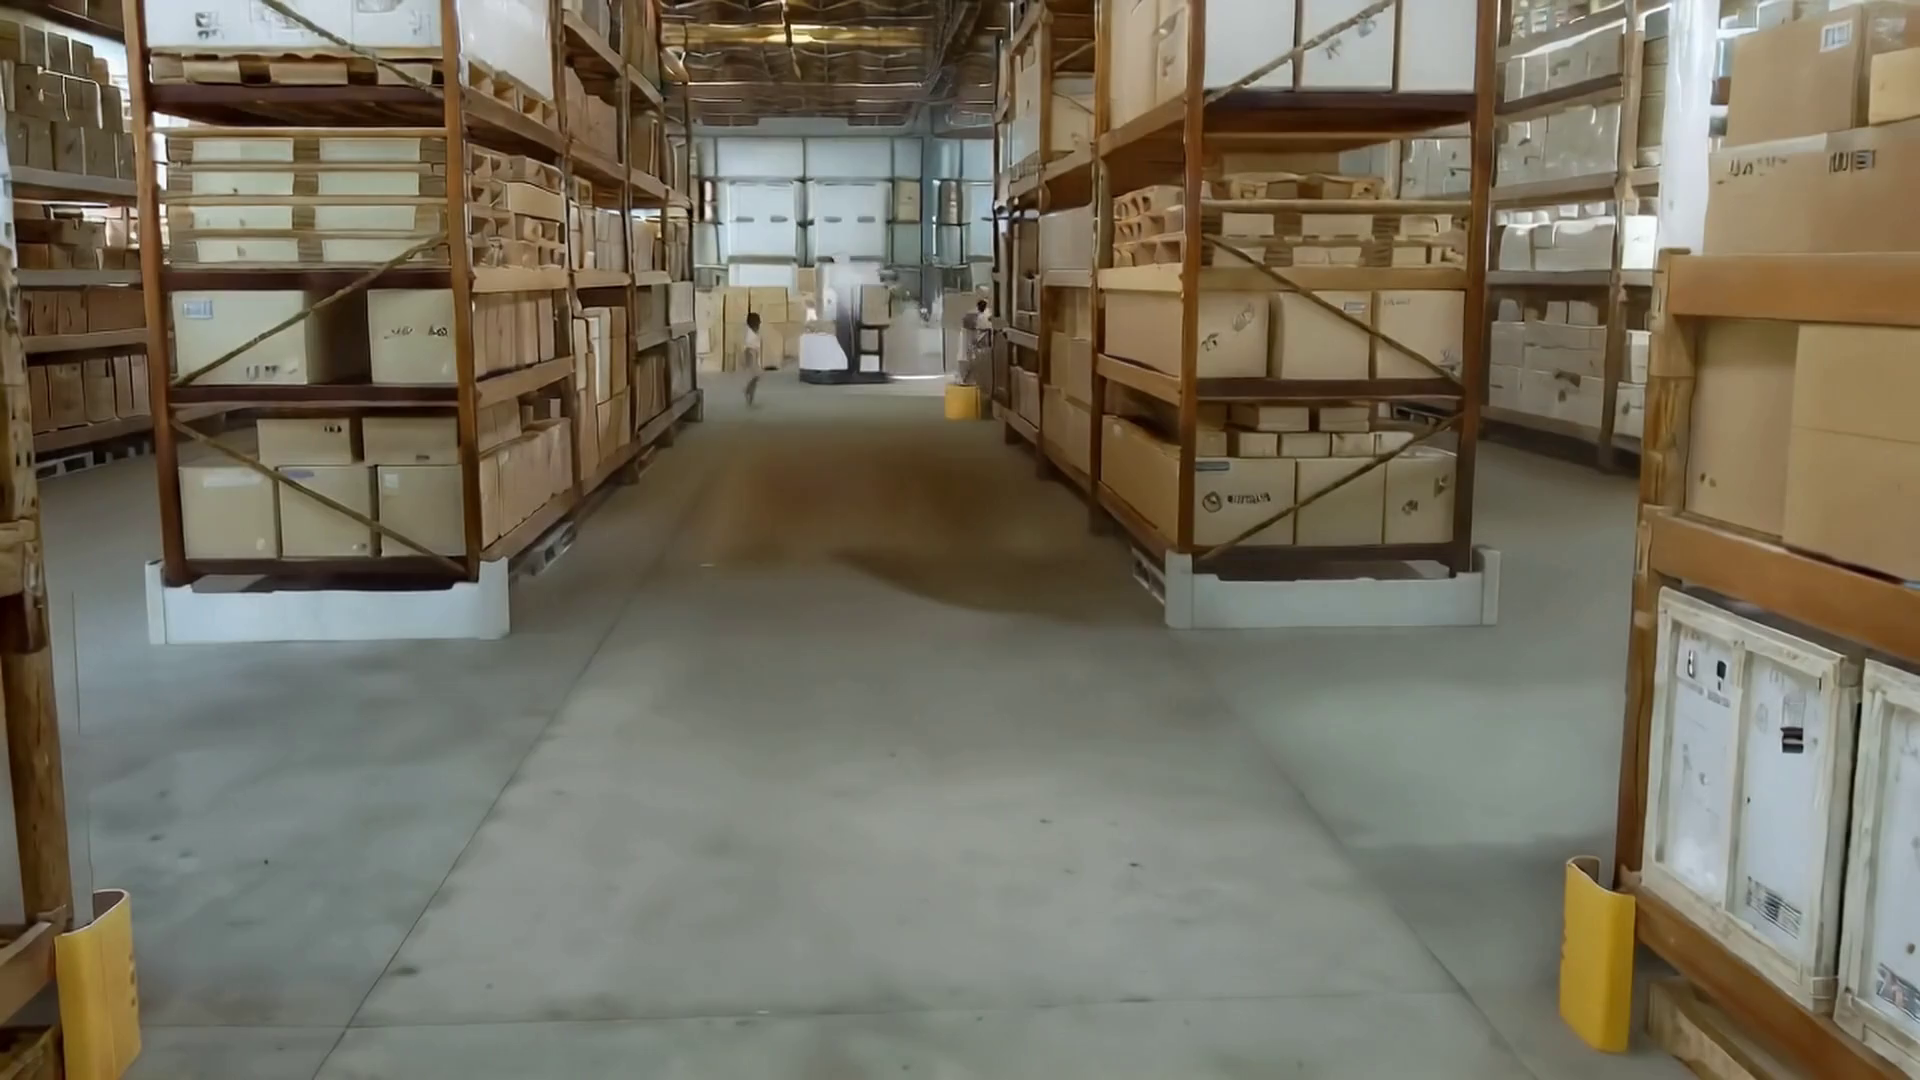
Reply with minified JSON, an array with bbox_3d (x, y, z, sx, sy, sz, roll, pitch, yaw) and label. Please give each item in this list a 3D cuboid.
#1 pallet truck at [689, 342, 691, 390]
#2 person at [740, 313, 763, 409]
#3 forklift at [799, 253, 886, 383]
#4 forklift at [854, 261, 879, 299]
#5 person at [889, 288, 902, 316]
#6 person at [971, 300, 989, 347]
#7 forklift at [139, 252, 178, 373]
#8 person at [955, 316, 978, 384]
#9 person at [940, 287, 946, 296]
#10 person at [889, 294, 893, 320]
[{"bbox_3d":[-5.225,-3.008,27.480,1.885,1.965,0.823,2,9,14],"label":"pallet truck"},{"bbox_3d":[-3.640,-3.145,29.299,0.366,1.681,0.556,-2,9,-11],"label":"person"},{"bbox_3d":[-2.576,-4.842,36.232,1.873,2.768,1.129,-1,9,-4],"label":"forklift"},{"bbox_3d":[-3.231,-8.251,57.638,1.129,2.768,1.873,9,13,44],"label":"forklift"},{"bbox_3d":[-2.301,-7.827,57.969,0.636,1.930,0.371,4,10,22],"label":"person"},{"bbox_3d":[0.436,-4.602,38.193,1.019,1.781,0.620,-3,10,-18],"label":"person"},{"bbox_3d":[-15.869,-4.419,33.576,1.129,2.768,1.873,-1,9,-4],"label":"forklift"},{"bbox_3d":[0.192,-3.486,31.766,0.874,1.595,0.508,7,12,38],"label":"person"},{"bbox_3d":[-0.639,-8.304,60.983,0.585,1.918,0.381,-1,9,-5],"label":"person"},{"bbox_3d":[-2.421,-7.289,54.550,0.373,1.940,0.629,8,12,40],"label":"person"}]
